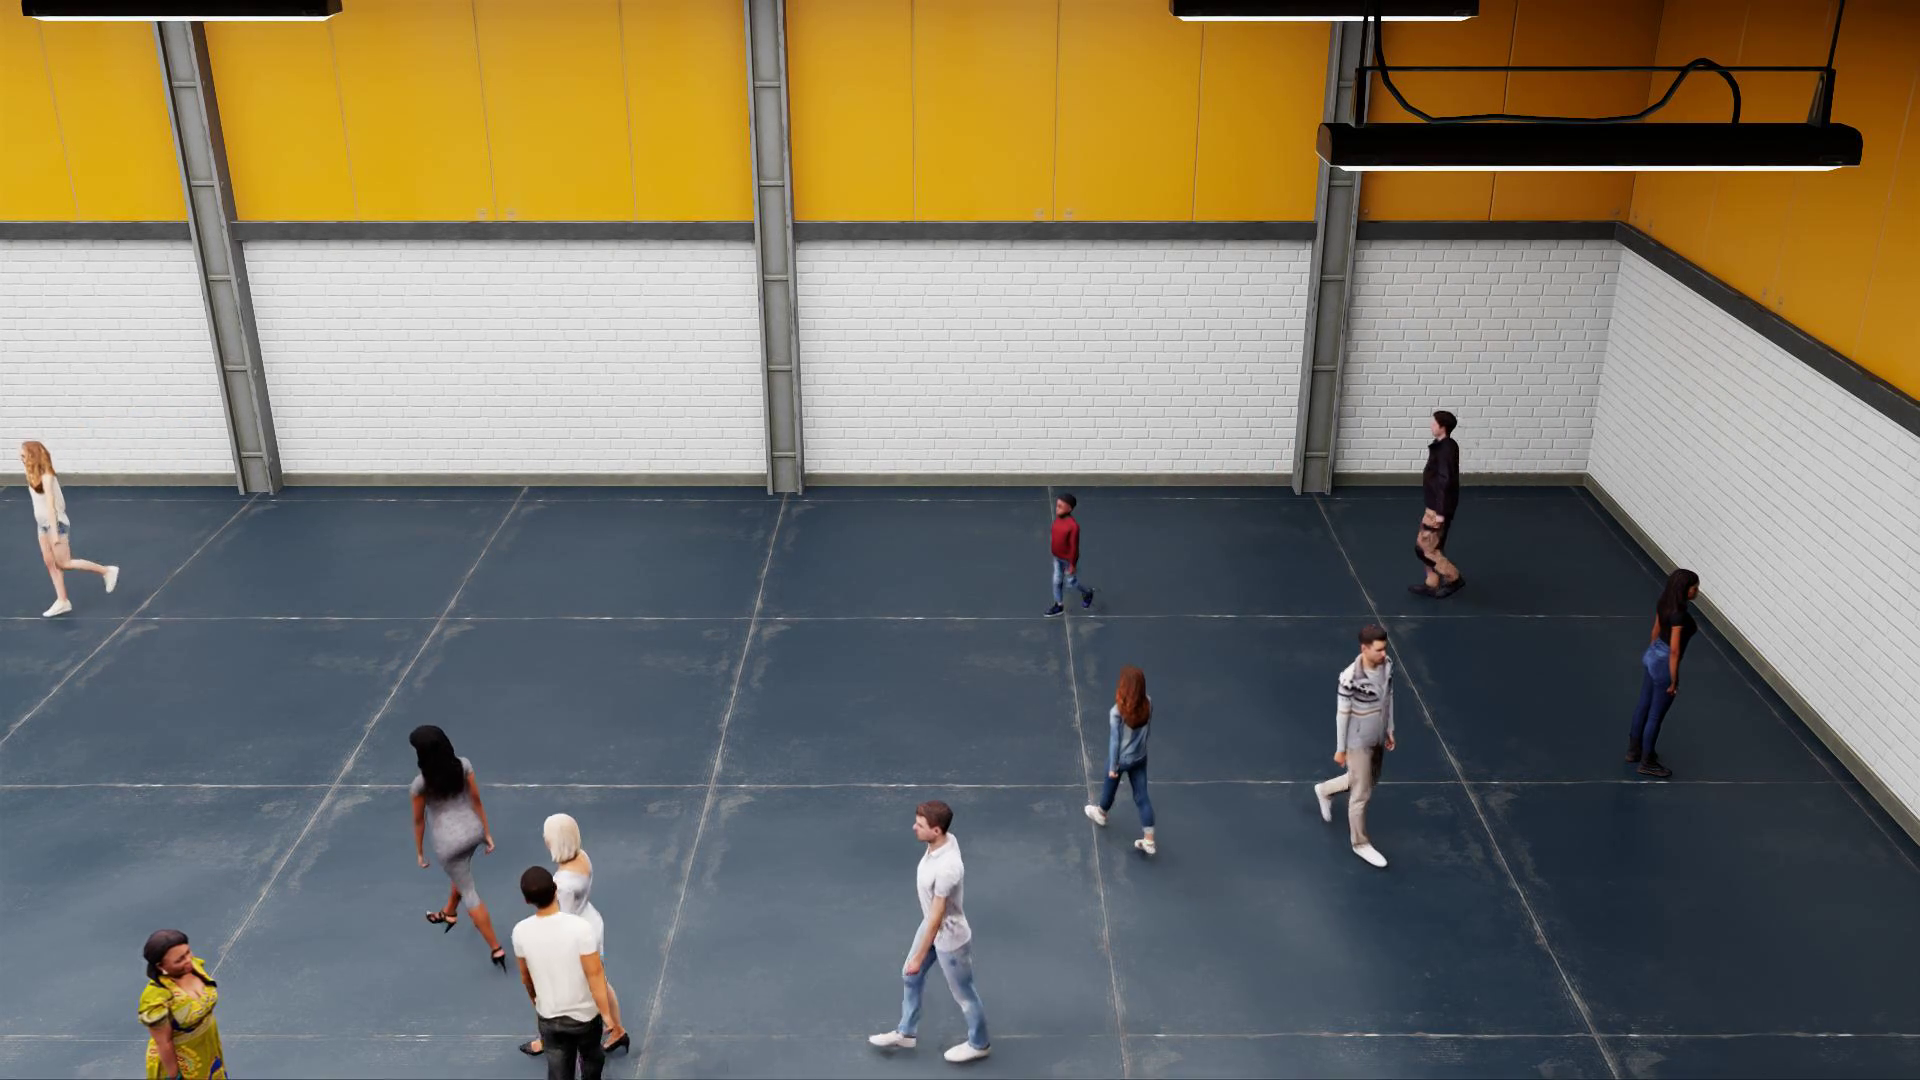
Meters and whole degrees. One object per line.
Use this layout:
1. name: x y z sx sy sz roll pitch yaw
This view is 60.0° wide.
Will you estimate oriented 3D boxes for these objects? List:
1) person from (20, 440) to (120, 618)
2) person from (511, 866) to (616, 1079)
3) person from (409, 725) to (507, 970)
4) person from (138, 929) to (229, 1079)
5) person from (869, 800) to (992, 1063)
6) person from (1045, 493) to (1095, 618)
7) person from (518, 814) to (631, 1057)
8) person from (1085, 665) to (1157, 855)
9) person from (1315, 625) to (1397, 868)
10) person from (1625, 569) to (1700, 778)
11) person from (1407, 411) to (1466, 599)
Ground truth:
1. person: -8.518 -0.136 15.831 0.968 1.739 1.017 21 31 40
2. person: -2.199 2.715 9.308 1.031 1.740 0.785 2 24 5
3. person: -3.212 2.036 10.872 1.024 1.732 1.099 -19 30 -36
4. person: -4.236 2.836 9.131 0.749 1.659 0.839 1 24 2
5. person: 0.012 2.371 9.992 1.024 1.823 0.791 -6 24 -12
6. person: 1.057 0.139 15.823 0.813 1.242 0.719 -16 28 -32
7. person: -2.212 2.419 10.010 0.909 1.721 0.615 2 24 5
8. person: 1.283 1.627 12.166 1.026 1.446 0.987 -15 28 -31
9. person: 2.899 1.413 12.155 1.091 1.846 1.129 -19 30 -37
10. person: 5.559 1.028 13.172 0.529 1.737 0.561 1 24 2
11. person: 4.696 -0.302 15.989 0.873 1.917 0.839 8 25 17
